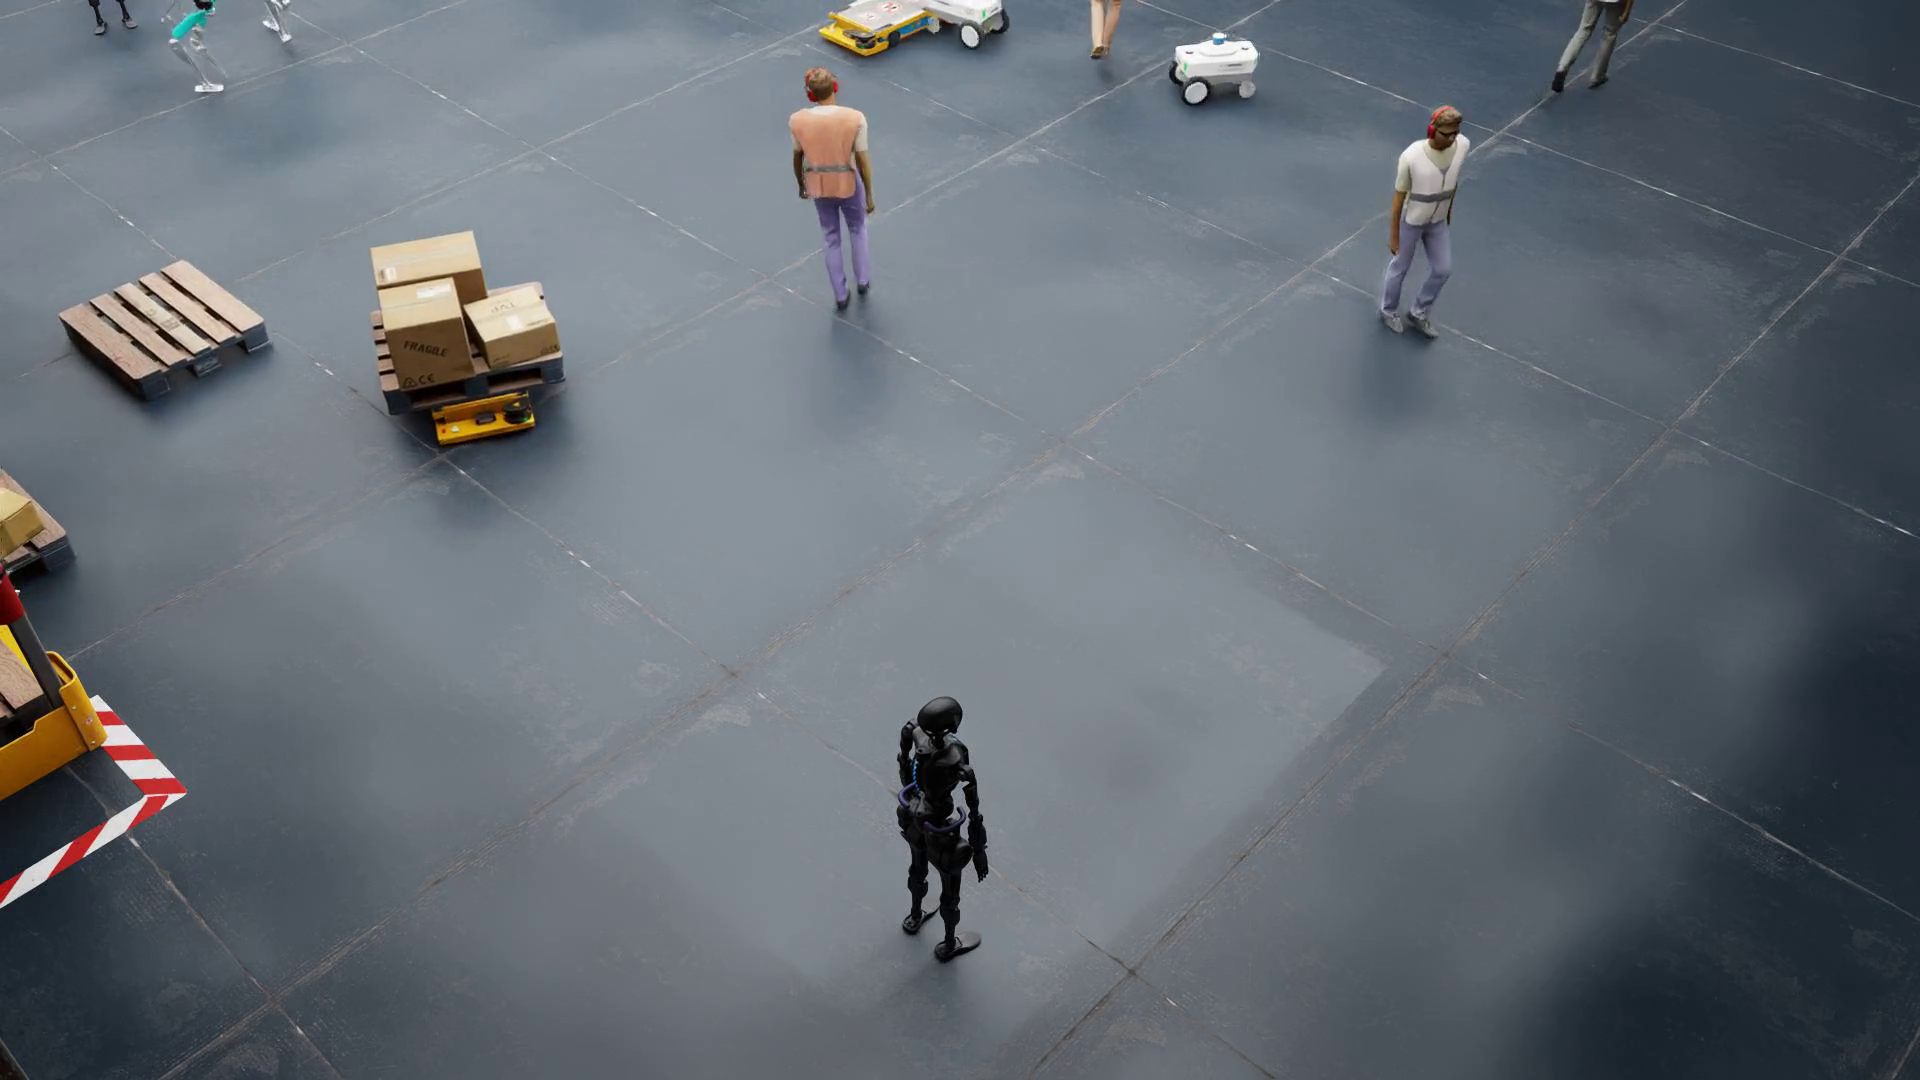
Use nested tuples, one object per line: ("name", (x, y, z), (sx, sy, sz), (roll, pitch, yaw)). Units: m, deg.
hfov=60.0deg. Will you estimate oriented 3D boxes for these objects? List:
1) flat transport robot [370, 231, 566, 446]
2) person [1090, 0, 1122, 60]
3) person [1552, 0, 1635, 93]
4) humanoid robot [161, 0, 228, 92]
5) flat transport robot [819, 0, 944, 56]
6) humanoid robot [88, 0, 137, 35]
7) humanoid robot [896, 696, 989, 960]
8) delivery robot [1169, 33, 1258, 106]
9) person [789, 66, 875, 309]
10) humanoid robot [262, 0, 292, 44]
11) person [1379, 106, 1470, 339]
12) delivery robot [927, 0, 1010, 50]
("flat transport robot", (-3.474, -1.213, 11.874), (0.659, 0.231, 1.431), (-13, 44, -14))
("person", (1.416, -5.209, 15.241), (0.508, 1.715, 0.530), (2, 42, 2))
("person", (5.716, -4.819, 14.720), (0.733, 1.825, 0.577), (-33, 52, -31))
("humanoid robot", (-6.914, -4.845, 14.846), (0.741, 1.819, 0.530), (-14, 44, -15))
("flat transport robot", (-0.635, -5.115, 16.211), (0.659, 0.231, 1.431), (32, 51, 31))
("humanoid robot", (-8.228, -5.634, 15.728), (0.599, 1.653, 0.315), (-17, 45, -18))
("humanoid robot", (-0.107, 1.350, 7.962), (0.315, 1.657, 0.599), (-30, 50, -29))
("delivery robot", (2.311, -4.296, 15.081), (0.788, 0.587, 0.499), (-6, 42, -7))
("person", (-0.930, -2.572, 12.239), (0.602, 1.796, 0.548), (2, 42, 2))
("humanoid robot", (-6.508, -5.427, 15.491), (0.541, 1.748, 1.008), (-30, 50, -29))
("person", (3.331, -2.226, 11.836), (0.606, 1.821, 0.628), (-17, 45, -18))
("delivery robot", (0.075, -5.080, 15.973), (0.790, 0.614, 0.499), (26, 48, 26))
